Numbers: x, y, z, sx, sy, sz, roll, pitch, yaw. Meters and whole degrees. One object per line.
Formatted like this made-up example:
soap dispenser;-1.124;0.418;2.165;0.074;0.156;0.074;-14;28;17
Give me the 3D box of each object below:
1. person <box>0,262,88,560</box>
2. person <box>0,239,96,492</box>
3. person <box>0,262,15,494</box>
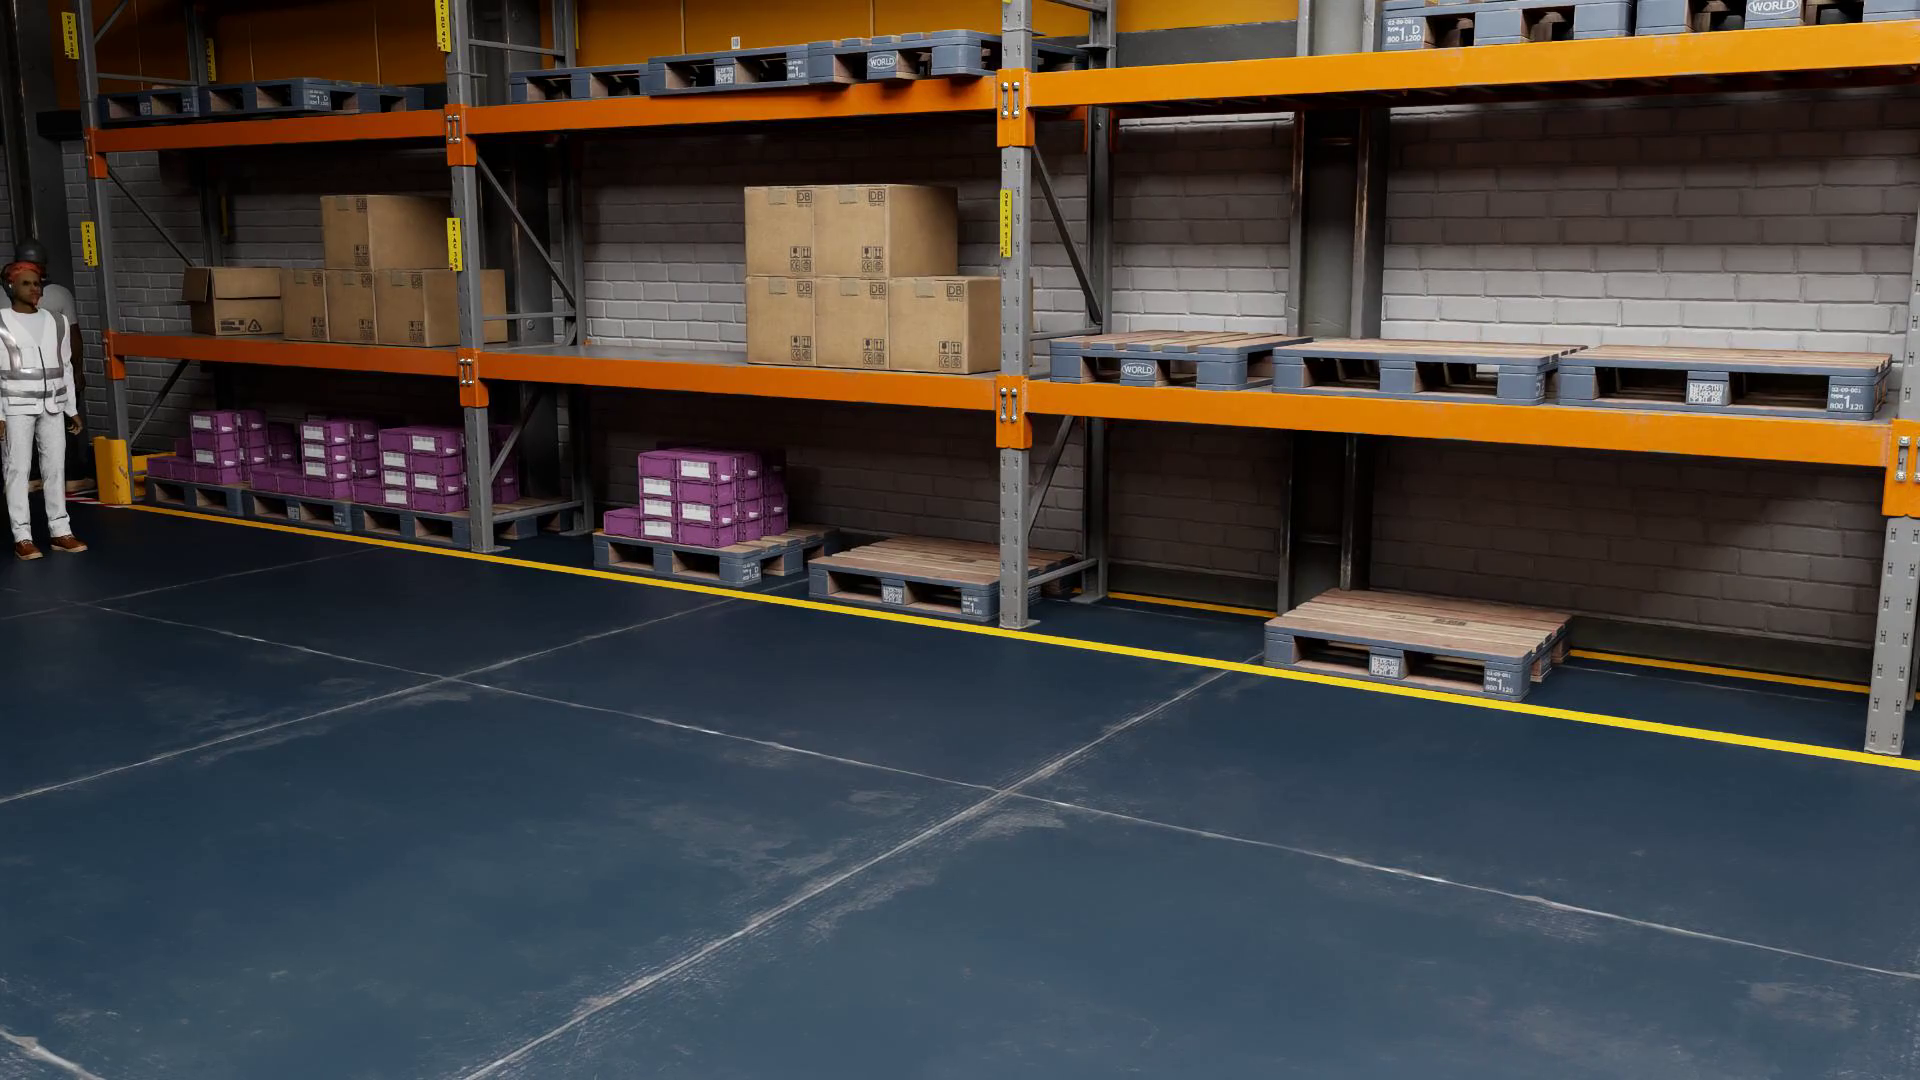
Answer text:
person;-5.919;-0.825;10.638;0.356;1.885;0.574;6;12;31
person;-7.376;-1.404;13.409;0.690;2.000;0.538;0;10;-2
person;-7.528;-1.297;13.371;0.627;1.845;0.429;-6;12;-31
